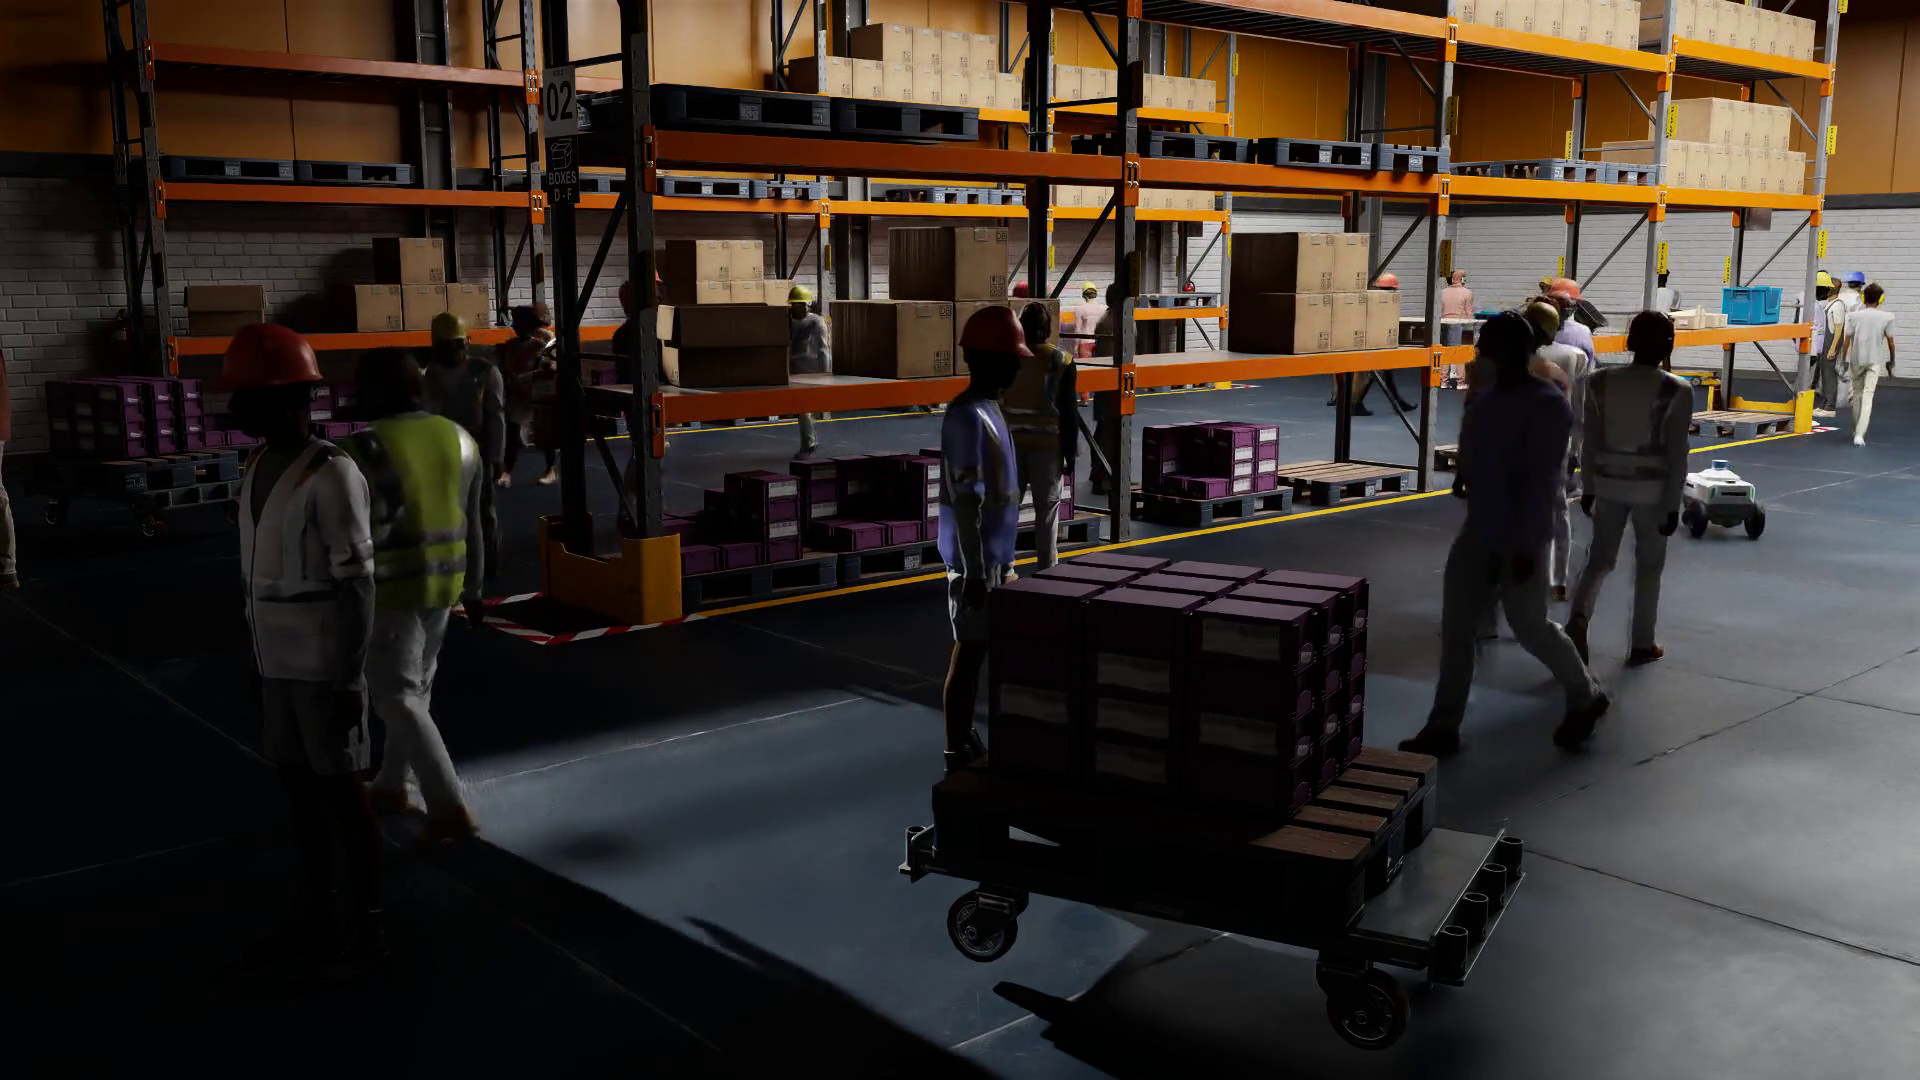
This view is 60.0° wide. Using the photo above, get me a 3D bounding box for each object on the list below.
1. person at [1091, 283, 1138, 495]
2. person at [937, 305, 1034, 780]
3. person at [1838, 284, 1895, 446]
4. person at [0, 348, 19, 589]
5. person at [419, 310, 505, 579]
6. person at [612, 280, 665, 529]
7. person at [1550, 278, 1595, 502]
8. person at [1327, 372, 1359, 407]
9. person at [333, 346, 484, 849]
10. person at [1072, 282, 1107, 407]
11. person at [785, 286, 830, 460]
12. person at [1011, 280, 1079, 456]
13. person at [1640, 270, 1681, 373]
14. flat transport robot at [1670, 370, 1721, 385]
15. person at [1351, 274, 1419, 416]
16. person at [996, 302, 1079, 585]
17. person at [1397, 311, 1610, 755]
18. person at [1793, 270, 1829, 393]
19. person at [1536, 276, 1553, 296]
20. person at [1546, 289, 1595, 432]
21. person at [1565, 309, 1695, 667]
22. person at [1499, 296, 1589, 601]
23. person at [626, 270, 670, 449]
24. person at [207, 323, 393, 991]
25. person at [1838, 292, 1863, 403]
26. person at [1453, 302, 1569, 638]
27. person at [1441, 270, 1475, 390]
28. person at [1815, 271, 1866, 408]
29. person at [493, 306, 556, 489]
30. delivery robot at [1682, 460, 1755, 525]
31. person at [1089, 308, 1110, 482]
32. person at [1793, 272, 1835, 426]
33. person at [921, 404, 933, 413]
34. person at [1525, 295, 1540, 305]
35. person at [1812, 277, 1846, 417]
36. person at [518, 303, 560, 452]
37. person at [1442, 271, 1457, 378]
[{"bbox_3d":[1.411,-1.360,14.942,0.372,1.901,0.726,5,11,28],"label":"person"},{"bbox_3d":[0.104,0.049,6.561,0.373,1.933,0.550,1,10,8],"label":"person"},{"bbox_3d":[10.262,-1.979,18.794,0.547,1.817,0.998,6,11,32],"label":"person"},{"bbox_3d":[-6.259,-0.673,10.612,0.377,1.995,0.612,-6,11,-30],"label":"person"},{"bbox_3d":[-3.172,-0.571,10.619,0.597,1.798,0.871,-1,10,-5],"label":"person"},{"bbox_3d":[-2.462,-1.027,12.878,0.406,1.954,0.667,3,10,18],"label":"person"},{"bbox_3d":[5.047,-1.228,14.037,1.045,1.942,0.644,-6,12,-33],"label":"person"},{"bbox_3d":[5.480,-2.848,23.544,0.542,1.928,0.374,5,11,28],"label":"person"},{"bbox_3d":[-2.035,0.194,6.092,0.865,1.811,0.640,6,11,32],"label":"person"},{"bbox_3d":[1.838,-2.760,23.531,0.522,1.760,0.330,-3,10,-19],"label":"person"},{"bbox_3d":[-1.670,-1.723,17.276,0.625,1.816,0.512,8,13,40],"label":"person"},{"bbox_3d":[0.839,-1.756,17.319,0.982,1.887,0.540,5,11,26],"label":"person"},{"bbox_3d":[10.810,-3.234,25.732,0.599,1.958,0.377,2,10,10],"label":"person"},{"bbox_3d":[11.798,-2.701,27.525,1.431,0.197,0.652,3,10,16],"label":"flat transport robot"},{"bbox_3d":[5.679,-2.585,22.146,1.009,1.880,0.563,-2,10,-11],"label":"person"},{"bbox_3d":[0.460,-0.584,10.571,0.620,1.836,0.429,3,10,17],"label":"person"},{"bbox_3d":[2.364,-0.017,7.055,0.920,1.908,0.630,-4,10,-22],"label":"person"},{"bbox_3d":[13.267,-3.218,25.768,0.628,1.903,0.461,8,12,39],"label":"person"},{"bbox_3d":[10.421,-3.820,29.709,0.324,1.767,0.533,-9,14,-44],"label":"person"},{"bbox_3d":[4.592,-1.022,13.030,0.668,1.871,0.785,2,10,11],"label":"person"},{"bbox_3d":[3.404,-0.242,8.496,0.586,1.862,0.780,9,14,44],"label":"person"},{"bbox_3d":[3.551,-0.545,10.188,0.578,1.882,0.346,-3,10,-19],"label":"person"},{"bbox_3d":[-3.450,-2.022,18.374,0.386,2.039,0.616,-6,11,-31],"label":"person"},{"bbox_3d":[-1.924,0.344,4.829,0.550,1.935,0.376,8,13,39],"label":"person"},{"bbox_3d":[12.691,-2.715,23.622,0.545,1.627,0.361,-1,10,-5],"label":"person"},{"bbox_3d":[3.035,-0.371,9.226,0.682,1.874,0.369,-3,10,-16],"label":"person"},{"bbox_3d":[7.912,-3.336,26.460,0.407,1.909,0.639,-8,13,-40],"label":"person"},{"bbox_3d":[12.459,-2.809,23.345,0.538,1.917,0.642,-3,10,-18],"label":"person"},{"bbox_3d":[-3.982,-1.288,15.144,0.545,1.657,0.848,4,11,23],"label":"person"},{"bbox_3d":[5.828,-0.374,12.802,0.477,0.478,0.707,1,10,5],"label":"delivery robot"},{"bbox_3d":[1.443,-1.398,15.769,0.323,1.691,0.536,7,12,34],"label":"person"},{"bbox_3d":[10.704,-2.393,20.881,0.384,1.925,0.593,4,10,22],"label":"person"},{"bbox_3d":[-0.186,-2.569,21.937,0.680,1.920,0.633,-8,12,-39],"label":"person"},{"bbox_3d":[7.243,-2.274,21.032,0.310,1.636,0.522,-6,11,-30],"label":"person"},{"bbox_3d":[11.496,-2.544,22.011,0.331,1.842,0.520,3,10,16],"label":"person"},{"bbox_3d":[-4.522,-1.747,17.986,0.520,1.624,0.529,8,13,39],"label":"person"},{"bbox_3d":[8.549,-3.758,29.041,0.539,1.869,0.313,8,12,38],"label":"person"}]
